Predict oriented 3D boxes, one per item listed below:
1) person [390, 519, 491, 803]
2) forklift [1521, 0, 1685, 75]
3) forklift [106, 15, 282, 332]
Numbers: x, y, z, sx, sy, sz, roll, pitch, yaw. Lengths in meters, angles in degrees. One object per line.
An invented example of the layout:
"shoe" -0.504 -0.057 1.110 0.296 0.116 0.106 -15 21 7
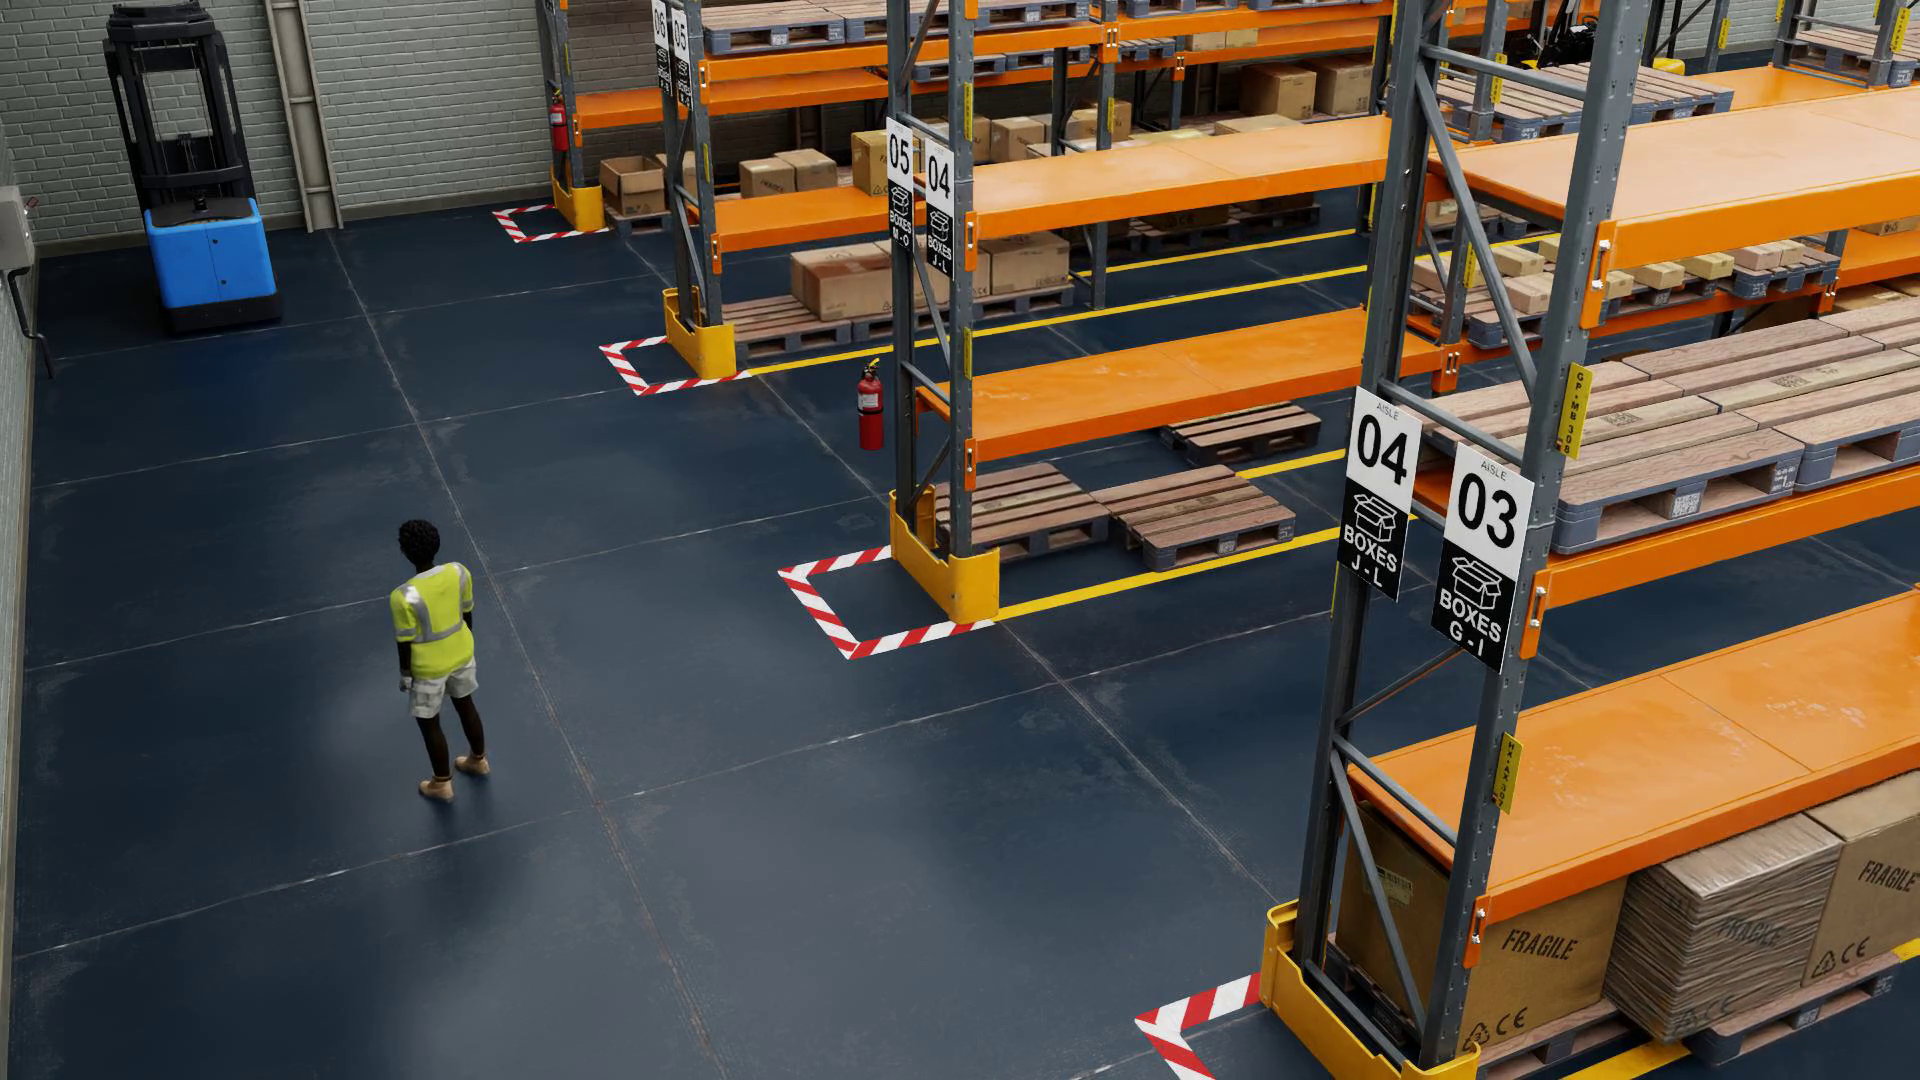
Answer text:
"person" -2.902 0.663 9.291 0.320 1.683 0.538 16 32 28
"forklift" 8.950 -6.807 23.056 1.214 2.155 2.313 -12 30 -22
"forklift" -7.548 -3.672 16.323 1.129 2.768 1.873 -12 30 -22
